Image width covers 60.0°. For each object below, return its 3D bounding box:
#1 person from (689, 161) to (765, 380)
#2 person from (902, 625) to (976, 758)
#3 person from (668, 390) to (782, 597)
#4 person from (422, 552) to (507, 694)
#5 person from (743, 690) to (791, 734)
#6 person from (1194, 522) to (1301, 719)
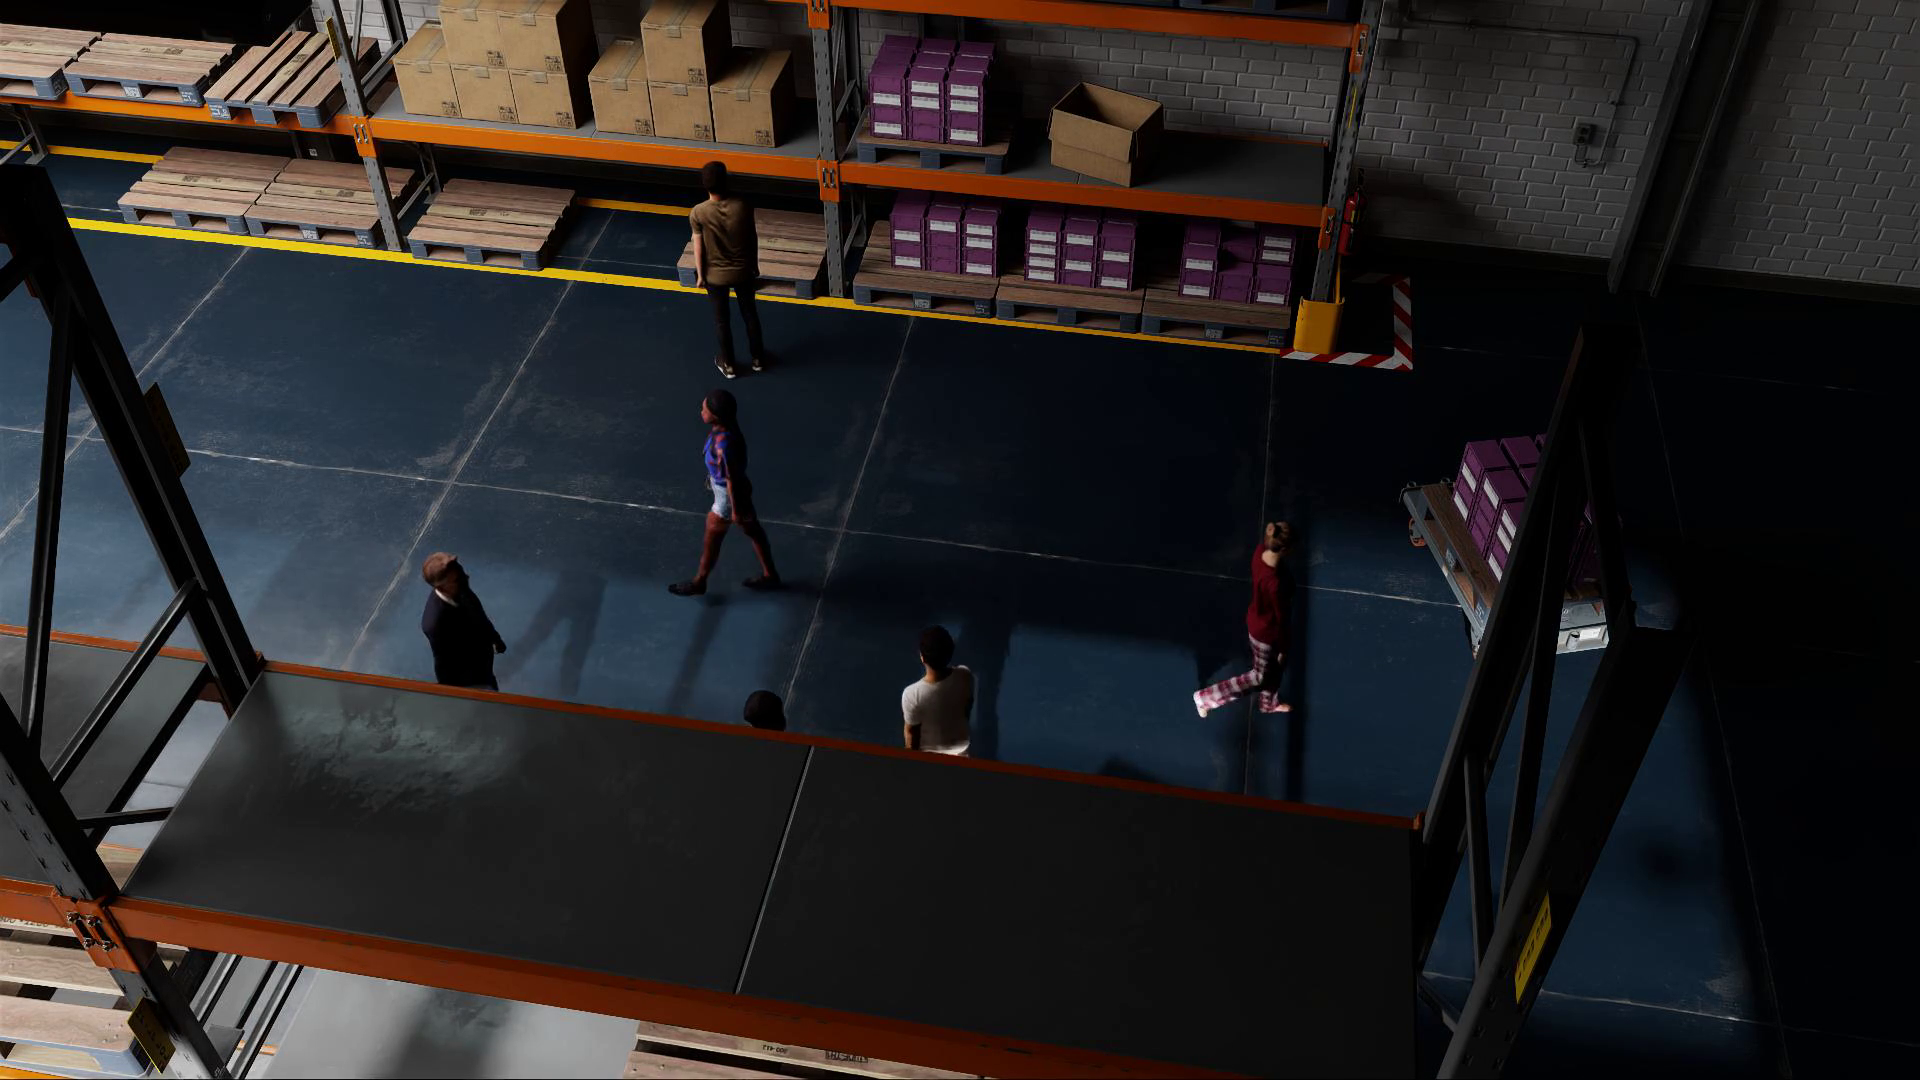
[{"bbox_3d":[-1.789,-2.082,12.847,0.687,1.849,0.808,-15,46,-15],"label":"person"},{"bbox_3d":[-0.081,1.212,9.513,1.122,1.679,1.116,-20,47,-19],"label":"person"},{"bbox_3d":[-1.428,-0.295,11.069,1.059,1.714,0.768,-3,44,-4],"label":"person"},{"bbox_3d":[-3.013,0.751,9.933,1.193,1.768,0.865,-2,44,-2],"label":"person"},{"bbox_3d":[-1.164,1.365,9.456,0.919,1.536,0.674,14,45,14],"label":"person"},{"bbox_3d":[1.827,0.545,10.211,0.995,1.682,0.768,-4,44,-4],"label":"person"}]
